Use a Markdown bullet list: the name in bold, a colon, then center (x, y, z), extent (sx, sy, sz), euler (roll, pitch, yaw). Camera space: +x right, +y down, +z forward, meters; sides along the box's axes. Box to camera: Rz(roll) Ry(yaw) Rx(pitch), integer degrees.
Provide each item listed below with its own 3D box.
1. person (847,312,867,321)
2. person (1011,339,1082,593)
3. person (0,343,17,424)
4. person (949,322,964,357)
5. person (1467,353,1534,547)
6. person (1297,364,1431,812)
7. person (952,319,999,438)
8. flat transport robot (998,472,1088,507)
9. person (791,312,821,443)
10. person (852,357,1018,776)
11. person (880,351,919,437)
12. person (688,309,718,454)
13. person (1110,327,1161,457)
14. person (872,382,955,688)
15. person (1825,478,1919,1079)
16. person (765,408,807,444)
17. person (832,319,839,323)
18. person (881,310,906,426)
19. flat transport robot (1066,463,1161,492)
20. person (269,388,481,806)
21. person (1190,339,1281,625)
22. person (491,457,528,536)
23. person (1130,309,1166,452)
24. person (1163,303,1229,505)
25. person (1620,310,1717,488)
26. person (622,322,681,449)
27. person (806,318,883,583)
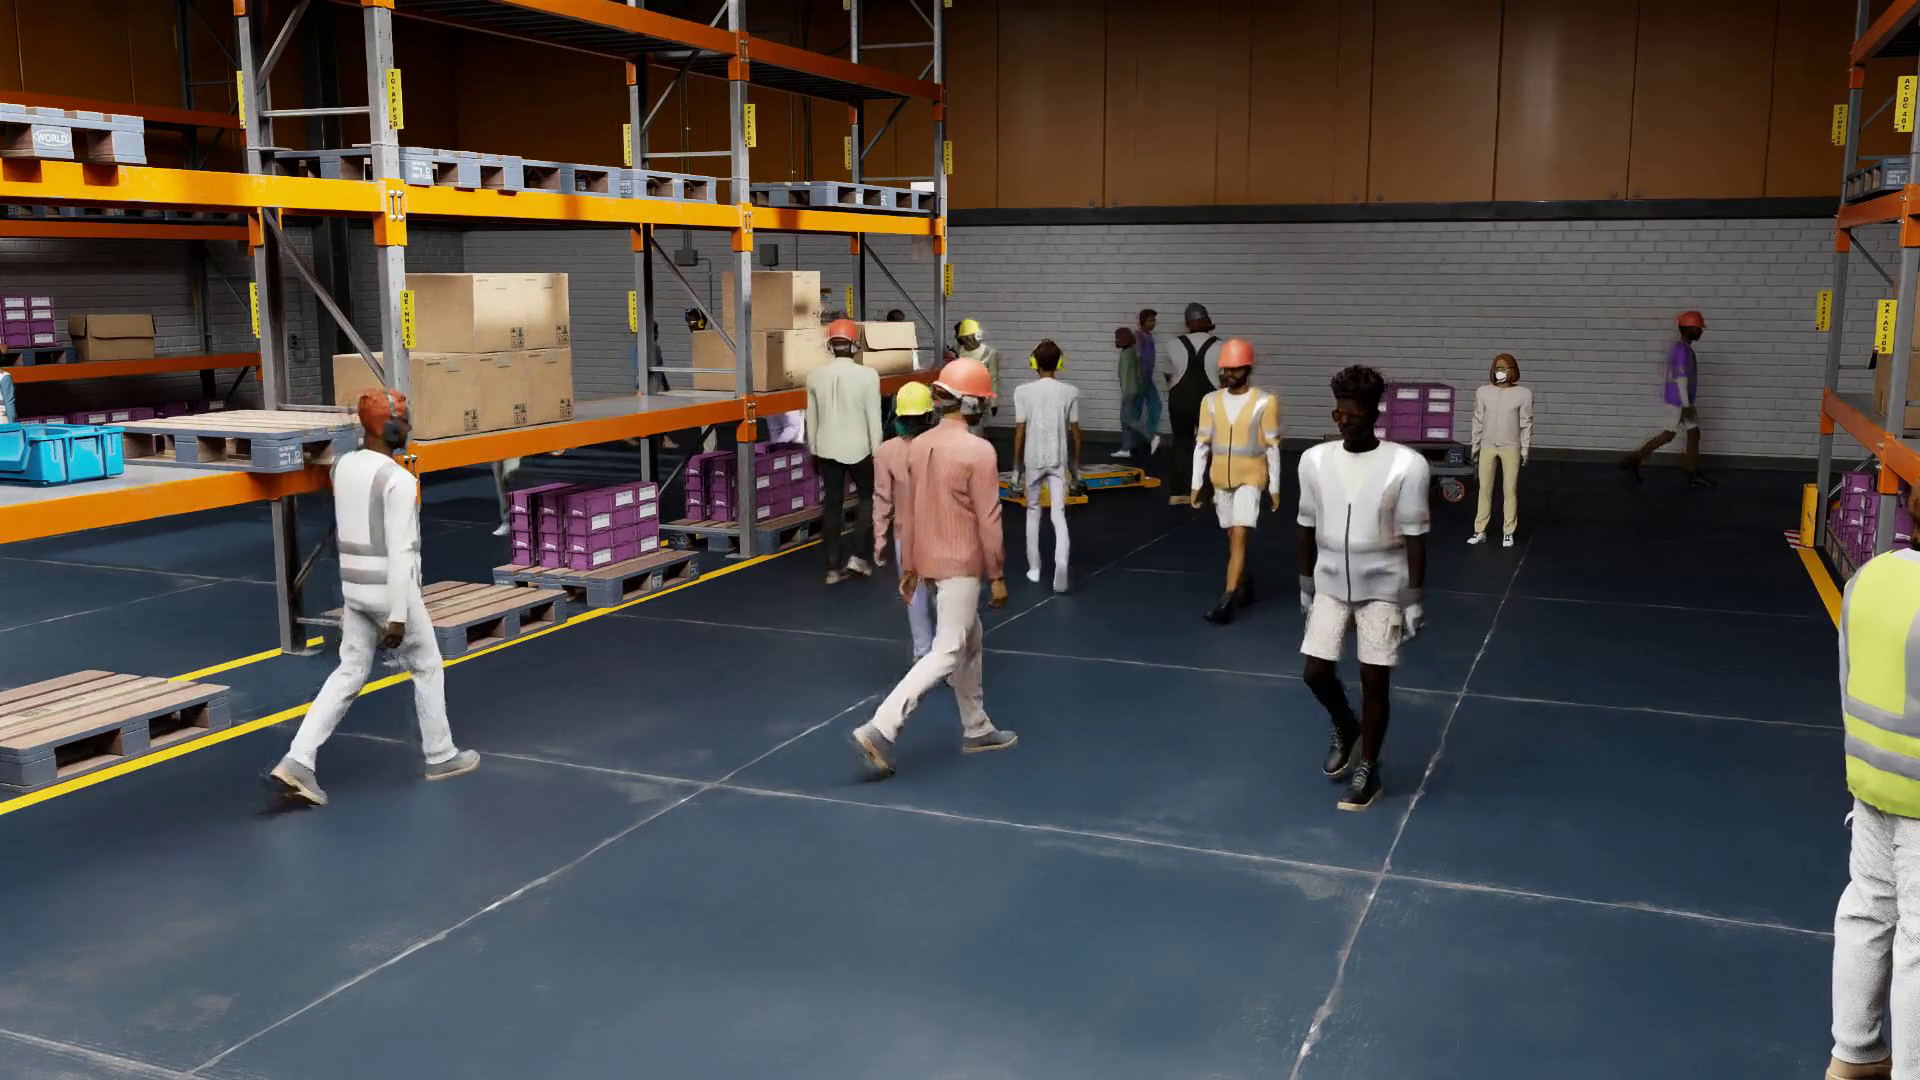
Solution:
- **person**: center (-1.168, -1.739, 19.298), extent (0.869, 1.865, 0.659), euler (-8, 12, -40)
- **person**: center (0.642, -0.548, 12.211), extent (0.533, 1.842, 0.855), euler (-1, 9, -3)
- **person**: center (-9.423, -1.122, 16.288), extent (0.508, 1.628, 0.322), euler (4, 10, 25)
- **person**: center (0.056, -1.849, 20.579), extent (0.560, 1.666, 0.407), euler (8, 12, 41)
- **person**: center (4.568, -0.758, 14.065), extent (0.498, 1.634, 0.281), euler (6, 11, 33)
- **person**: center (1.760, 0.205, 7.284), extent (0.626, 1.953, 0.468), euler (6, 11, 33)
- **person**: center (0.105, -1.575, 18.622), extent (0.574, 1.765, 0.927), euler (7, 11, 35)
- **flat transport robot**: center (0.614, -0.524, 16.764), extent (0.652, 0.197, 1.431), euler (-6, 11, -31)
- **person**: center (-1.719, -1.933, 20.229), extent (0.941, 1.964, 0.634), euler (3, 10, 19)
- **person**: center (-0.106, 0.125, 7.788), extent (0.954, 1.956, 0.629), euler (-6, 11, -34)
- **person**: center (-0.652, -1.550, 18.547), extent (0.565, 1.738, 0.547), euler (5, 11, 28)
- **person**: center (-3.047, -1.795, 19.676), extent (0.316, 1.861, 0.514), euler (-4, 10, -21)
- **person**: center (2.165, -1.802, 20.441), extent (0.587, 1.614, 0.522), euler (3, 10, 15)
- **person**: center (-0.207, -0.006, 9.168), extent (0.552, 1.744, 0.412), euler (2, 10, 13)
- **person**: center (2.661, 0.708, 4.559), extent (0.429, 1.844, 0.626), euler (0, 9, -3)
- **person**: center (-2.039, -1.589, 18.382), extent (0.696, 1.876, 0.660), euler (4, 10, 20)
- **person**: center (-1.543, -1.944, 21.046), extent (0.506, 1.699, 0.886), euler (-5, 11, -29)
- **person**: center (-0.701, -1.630, 18.622), extent (0.990, 1.865, 0.613), euler (-7, 12, -38)
- **flat transport robot**: center (1.353, -0.649, 17.527), extent (1.431, 0.197, 0.652), euler (-6, 11, -31)
- **person**: center (-2.622, 0.246, 7.377), extent (0.573, 1.848, 0.953), euler (6, 11, 33)
- **person**: center (1.852, -0.408, 11.200), extent (0.567, 1.882, 1.014), euler (6, 11, 32)
- **person**: center (-3.997, -0.979, 14.580), extent (0.588, 1.912, 0.410), euler (4, 10, 23)
- **person**: center (2.393, -2.013, 21.102), extent (0.646, 1.817, 0.589), euler (4, 10, 24)
- **person**: center (2.351, -1.350, 16.420), extent (0.698, 2.000, 0.560), euler (2, 10, 12)
- **person**: center (7.659, -1.516, 17.859), extent (0.916, 1.910, 0.541), euler (6, 11, 33)
- **person**: center (-4.054, -2.008, 21.568), extent (0.842, 1.662, 0.534), euler (2, 10, 11)
- **person**: center (-0.860, -0.667, 12.481), extent (0.644, 1.970, 0.523), euler (3, 10, 19)
